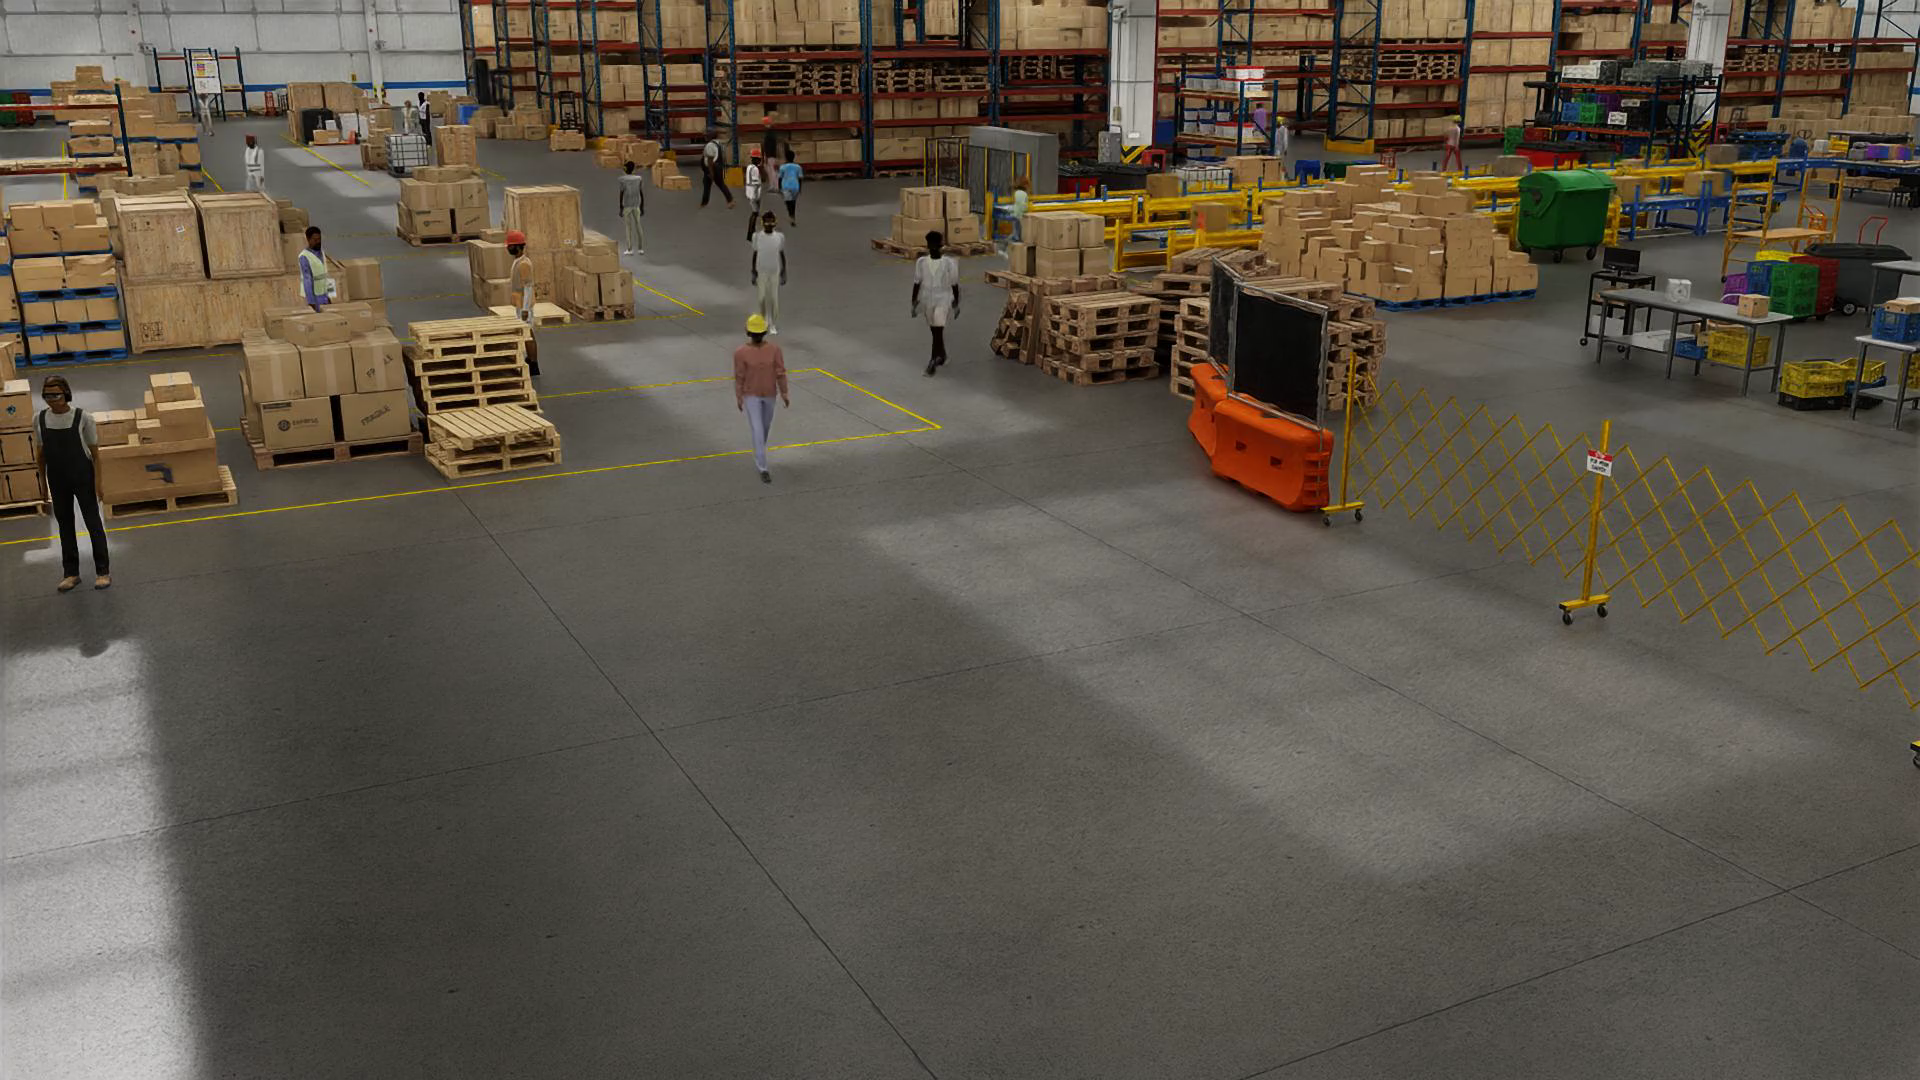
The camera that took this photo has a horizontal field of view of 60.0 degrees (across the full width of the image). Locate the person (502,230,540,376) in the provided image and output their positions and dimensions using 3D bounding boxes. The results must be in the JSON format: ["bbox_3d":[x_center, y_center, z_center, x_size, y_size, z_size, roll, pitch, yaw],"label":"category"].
[{"bbox_3d":[-5.854,-3.155,22.188,0.356,1.936,0.551,-8,19,-23],"label":"person"}]

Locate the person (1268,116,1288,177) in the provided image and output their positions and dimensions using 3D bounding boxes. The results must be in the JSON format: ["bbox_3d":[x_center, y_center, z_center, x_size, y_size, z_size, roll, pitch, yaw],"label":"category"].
[{"bbox_3d":[9.103,-11.222,47.594,0.941,1.786,0.610,-10,20,-27],"label":"person"}]

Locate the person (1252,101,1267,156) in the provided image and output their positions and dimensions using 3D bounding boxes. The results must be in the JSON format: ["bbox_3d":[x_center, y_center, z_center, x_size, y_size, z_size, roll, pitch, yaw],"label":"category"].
[{"bbox_3d":[9.751,-13.385,54.108,0.559,1.918,0.560,-14,22,-36],"label":"person"}]

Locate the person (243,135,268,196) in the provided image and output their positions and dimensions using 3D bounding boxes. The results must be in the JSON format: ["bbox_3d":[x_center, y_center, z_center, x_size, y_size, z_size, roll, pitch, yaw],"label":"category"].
[{"bbox_3d":[-16.799,-8.650,39.450,0.623,1.850,0.843,7,19,20],"label":"person"}]

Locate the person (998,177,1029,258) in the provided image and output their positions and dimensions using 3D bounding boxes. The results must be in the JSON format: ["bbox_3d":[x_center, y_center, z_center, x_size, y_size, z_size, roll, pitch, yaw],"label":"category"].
[{"bbox_3d":[1.148,-6.326,32.640,0.840,1.591,0.505,-8,19,-23],"label":"person"}]

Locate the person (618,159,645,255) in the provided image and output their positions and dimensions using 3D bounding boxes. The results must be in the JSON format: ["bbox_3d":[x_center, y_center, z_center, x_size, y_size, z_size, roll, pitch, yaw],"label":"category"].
[{"bbox_3d":[-6.534,-6.611,33.066,0.532,1.876,0.319,-10,20,-28],"label":"person"}]

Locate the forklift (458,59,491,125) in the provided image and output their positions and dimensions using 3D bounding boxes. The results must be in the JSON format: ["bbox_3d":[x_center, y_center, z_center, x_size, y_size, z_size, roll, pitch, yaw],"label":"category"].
[{"bbox_3d":[-18.558,-17.276,64.695,1.873,2.768,1.129,-9,20,-26],"label":"forklift"}]

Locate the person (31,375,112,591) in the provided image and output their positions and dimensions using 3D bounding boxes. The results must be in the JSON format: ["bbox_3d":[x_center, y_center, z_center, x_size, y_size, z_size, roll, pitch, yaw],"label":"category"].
[{"bbox_3d":[-7.476,-0.478,13.995,0.506,1.846,0.345,-3,18,-9],"label":"person"}]

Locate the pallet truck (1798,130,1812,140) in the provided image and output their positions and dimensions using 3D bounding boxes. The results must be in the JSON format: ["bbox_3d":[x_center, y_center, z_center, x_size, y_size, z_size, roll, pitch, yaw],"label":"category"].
[{"bbox_3d":[25.526,-11.556,49.408,1.630,1.274,0.653,-9,20,-26],"label":"pallet truck"}]

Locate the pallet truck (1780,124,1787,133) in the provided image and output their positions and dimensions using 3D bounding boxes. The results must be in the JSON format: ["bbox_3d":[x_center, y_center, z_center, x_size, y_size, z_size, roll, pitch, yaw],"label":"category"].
[{"bbox_3d":[25.206,-12.542,52.601,1.601,1.201,0.680,0,18,-2],"label":"pallet truck"}]

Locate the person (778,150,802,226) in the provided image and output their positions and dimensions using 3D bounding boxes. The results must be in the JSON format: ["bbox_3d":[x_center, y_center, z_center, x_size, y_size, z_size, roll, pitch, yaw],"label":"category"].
[{"bbox_3d":[-3.816,-7.939,37.542,0.537,1.668,0.781,-6,19,-18],"label":"person"}]

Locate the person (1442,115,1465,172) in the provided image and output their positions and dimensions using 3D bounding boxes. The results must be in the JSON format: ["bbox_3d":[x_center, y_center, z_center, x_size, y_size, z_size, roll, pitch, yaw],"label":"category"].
[{"bbox_3d":[14.516,-11.546,48.685,0.905,1.719,0.538,-7,19,-22],"label":"person"}]

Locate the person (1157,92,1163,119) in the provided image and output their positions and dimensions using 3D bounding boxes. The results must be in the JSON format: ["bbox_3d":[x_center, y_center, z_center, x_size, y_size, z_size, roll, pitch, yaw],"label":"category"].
[{"bbox_3d":[7.499,-16.416,63.648,0.640,1.870,0.920,-8,20,-24],"label":"person"}]

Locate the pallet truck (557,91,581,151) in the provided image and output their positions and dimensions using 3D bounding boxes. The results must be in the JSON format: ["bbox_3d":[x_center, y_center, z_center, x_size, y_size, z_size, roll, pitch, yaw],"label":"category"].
[{"bbox_3d":[-13.495,-14.412,57.188,0.823,1.965,1.885,-3,18,-9],"label":"pallet truck"}]

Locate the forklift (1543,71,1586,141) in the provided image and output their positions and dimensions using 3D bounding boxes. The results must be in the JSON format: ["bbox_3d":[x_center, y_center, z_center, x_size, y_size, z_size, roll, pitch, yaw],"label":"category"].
[{"bbox_3d":[18.685,-13.231,52.085,1.873,2.768,1.129,-9,20,-26],"label":"forklift"}]

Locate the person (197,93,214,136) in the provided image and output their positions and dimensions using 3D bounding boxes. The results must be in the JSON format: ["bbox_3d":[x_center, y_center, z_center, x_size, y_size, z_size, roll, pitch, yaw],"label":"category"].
[{"bbox_3d":[-28.892,-16.280,63.661,0.531,1.594,0.884,-13,22,-35],"label":"person"}]

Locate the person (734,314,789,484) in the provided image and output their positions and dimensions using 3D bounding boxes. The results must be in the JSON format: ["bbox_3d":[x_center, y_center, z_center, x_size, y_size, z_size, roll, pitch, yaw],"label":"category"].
[{"bbox_3d":[-2.100,-1.527,17.458,0.523,1.726,0.898,-8,20,-24],"label":"person"}]

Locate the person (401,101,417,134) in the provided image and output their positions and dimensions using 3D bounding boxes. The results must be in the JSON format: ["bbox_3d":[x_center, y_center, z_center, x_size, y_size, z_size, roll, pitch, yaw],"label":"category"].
[{"bbox_3d":[-19.359,-14.620,58.479,0.524,1.588,0.873,-2,18,-6],"label":"person"}]

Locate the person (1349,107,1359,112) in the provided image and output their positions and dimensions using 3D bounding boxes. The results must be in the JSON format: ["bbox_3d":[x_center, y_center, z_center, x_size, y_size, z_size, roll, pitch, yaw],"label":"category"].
[{"bbox_3d":[15.829,-17.356,66.661,0.425,1.817,0.610,-10,21,-30],"label":"person"}]

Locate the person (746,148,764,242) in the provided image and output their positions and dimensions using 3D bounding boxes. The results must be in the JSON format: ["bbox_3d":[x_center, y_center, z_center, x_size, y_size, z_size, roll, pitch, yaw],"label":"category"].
[{"bbox_3d":[-4.294,-7.247,34.976,0.404,1.927,0.546,-6,19,-19],"label":"person"}]

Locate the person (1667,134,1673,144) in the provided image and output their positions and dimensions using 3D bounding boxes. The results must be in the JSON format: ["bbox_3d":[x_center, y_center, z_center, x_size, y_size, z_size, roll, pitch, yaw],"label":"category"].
[{"bbox_3d":[24.632,-14.398,57.682,0.543,1.666,0.803,13,22,35],"label":"person"}]

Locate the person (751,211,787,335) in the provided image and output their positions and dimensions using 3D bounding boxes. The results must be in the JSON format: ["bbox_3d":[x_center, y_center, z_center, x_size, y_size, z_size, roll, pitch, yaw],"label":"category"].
[{"bbox_3d":[-2.862,-4.005,24.976,0.548,1.853,0.419,-4,18,-11],"label":"person"}]

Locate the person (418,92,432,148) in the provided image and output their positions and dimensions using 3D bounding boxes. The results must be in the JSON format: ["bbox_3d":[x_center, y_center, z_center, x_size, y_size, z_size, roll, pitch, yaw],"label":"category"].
[{"bbox_3d":[-18.779,-14.743,58.367,0.587,1.911,0.397,14,23,38],"label":"person"}]

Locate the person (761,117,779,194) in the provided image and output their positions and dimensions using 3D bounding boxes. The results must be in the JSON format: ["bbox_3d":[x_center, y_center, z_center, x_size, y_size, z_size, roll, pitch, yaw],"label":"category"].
[{"bbox_3d":[-5.032,-10.133,43.872,0.426,1.979,0.612,-1,18,-2],"label":"person"}]

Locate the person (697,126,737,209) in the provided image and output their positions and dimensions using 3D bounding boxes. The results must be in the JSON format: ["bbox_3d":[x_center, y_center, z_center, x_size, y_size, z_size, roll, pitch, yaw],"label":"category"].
[{"bbox_3d":[-5.939,-9.076,40.483,0.968,2.000,0.694,6,19,19],"label":"person"}]

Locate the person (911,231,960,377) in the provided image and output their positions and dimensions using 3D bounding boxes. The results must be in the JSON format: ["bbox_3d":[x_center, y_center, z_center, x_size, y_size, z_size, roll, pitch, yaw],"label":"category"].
[{"bbox_3d":[-0.333,-3.208,22.398,0.632,1.916,1.006,7,19,22],"label":"person"}]

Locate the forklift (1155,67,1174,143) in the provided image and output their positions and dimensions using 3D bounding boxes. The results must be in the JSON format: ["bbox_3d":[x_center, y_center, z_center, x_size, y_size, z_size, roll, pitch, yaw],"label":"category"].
[{"bbox_3d":[6.307,-14.449,55.880,1.873,2.768,1.129,-9,20,-26],"label":"forklift"}]

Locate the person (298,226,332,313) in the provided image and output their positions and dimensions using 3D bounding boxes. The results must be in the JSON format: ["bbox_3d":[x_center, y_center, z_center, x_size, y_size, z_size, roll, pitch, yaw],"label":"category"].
[{"bbox_3d":[-8.807,-3.326,22.757,0.373,1.915,0.594,1,18,2],"label":"person"}]
